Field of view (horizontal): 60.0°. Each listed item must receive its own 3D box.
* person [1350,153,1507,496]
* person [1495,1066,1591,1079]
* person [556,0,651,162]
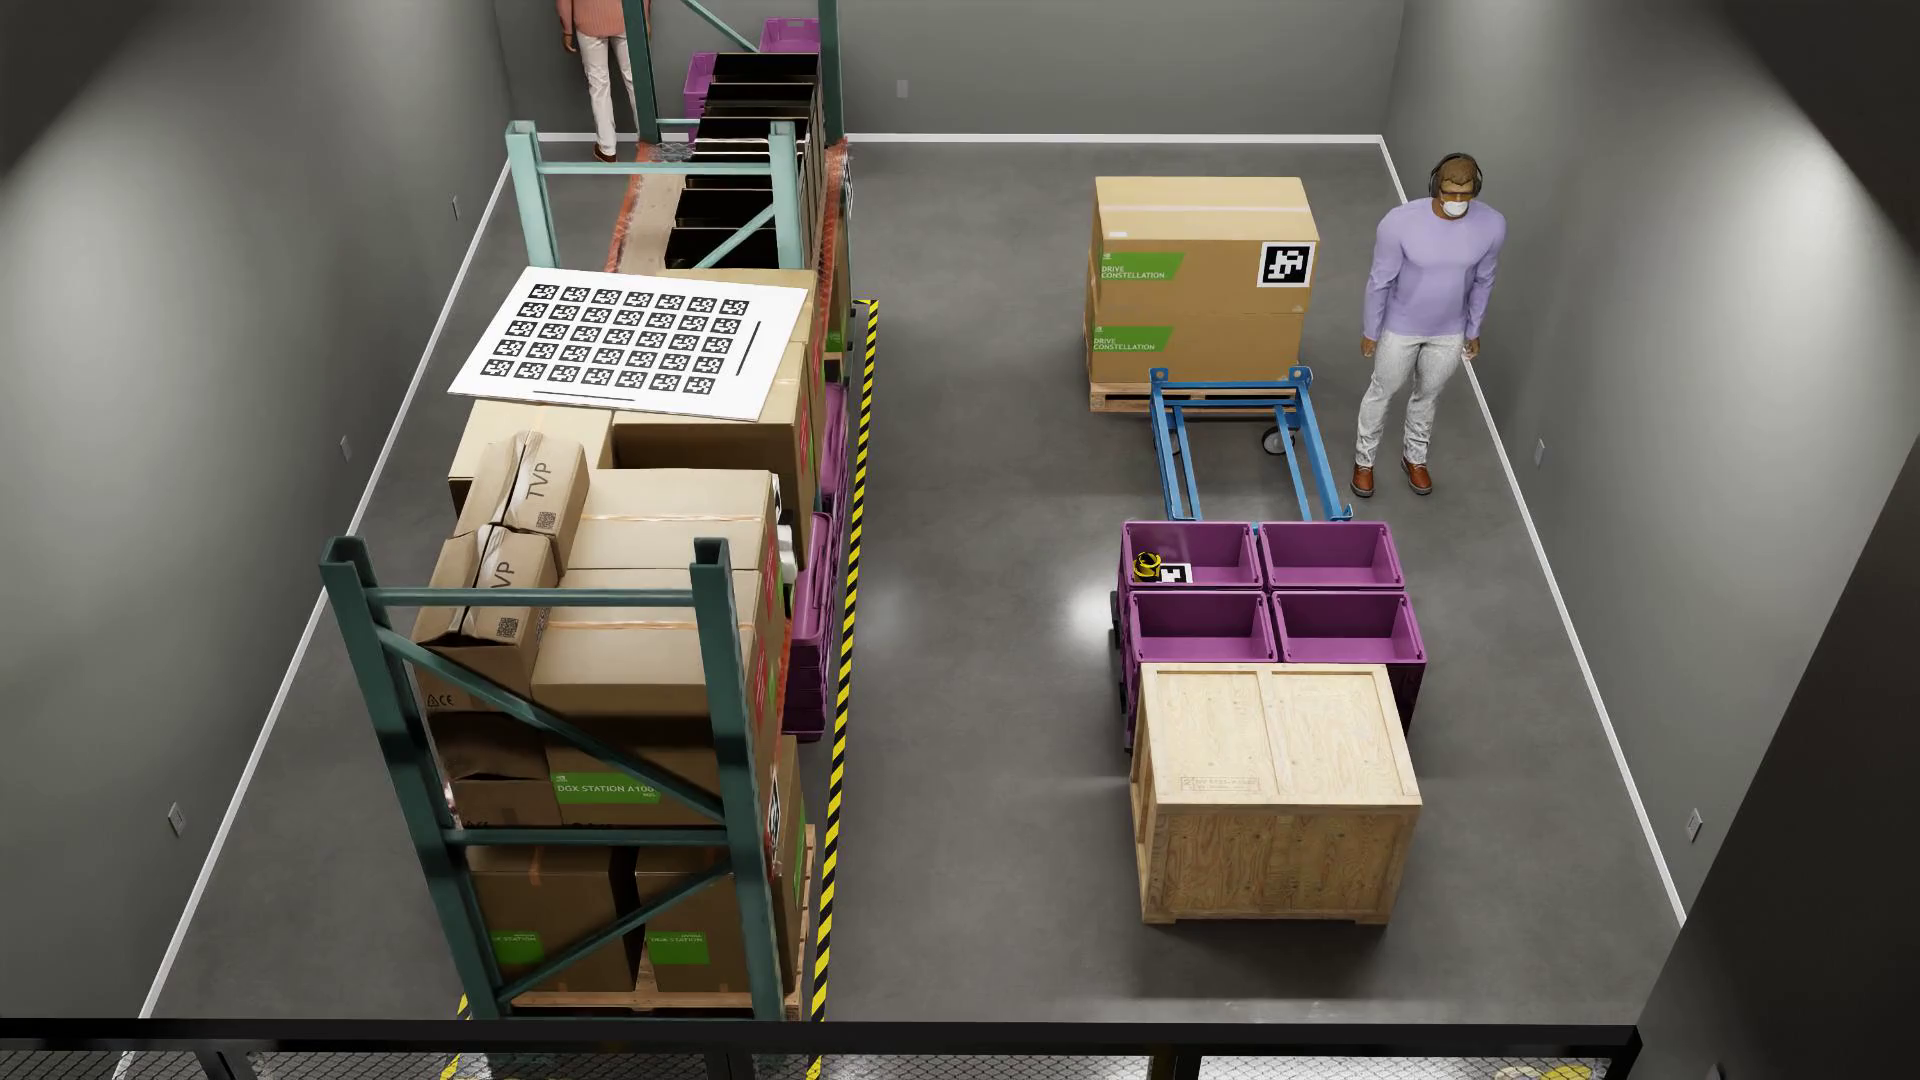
[{"bbox_3d":[2.315,-1.060,8.322,0.635,1.939,0.366,-2,41,-2],"label":"person"},{"bbox_3d":[1.602,2.071,4.831,0.403,1.833,0.591,5,41,6],"label":"person"},{"bbox_3d":[-2.347,-3.438,10.993,0.622,1.992,0.395,-16,44,-17],"label":"person"}]
